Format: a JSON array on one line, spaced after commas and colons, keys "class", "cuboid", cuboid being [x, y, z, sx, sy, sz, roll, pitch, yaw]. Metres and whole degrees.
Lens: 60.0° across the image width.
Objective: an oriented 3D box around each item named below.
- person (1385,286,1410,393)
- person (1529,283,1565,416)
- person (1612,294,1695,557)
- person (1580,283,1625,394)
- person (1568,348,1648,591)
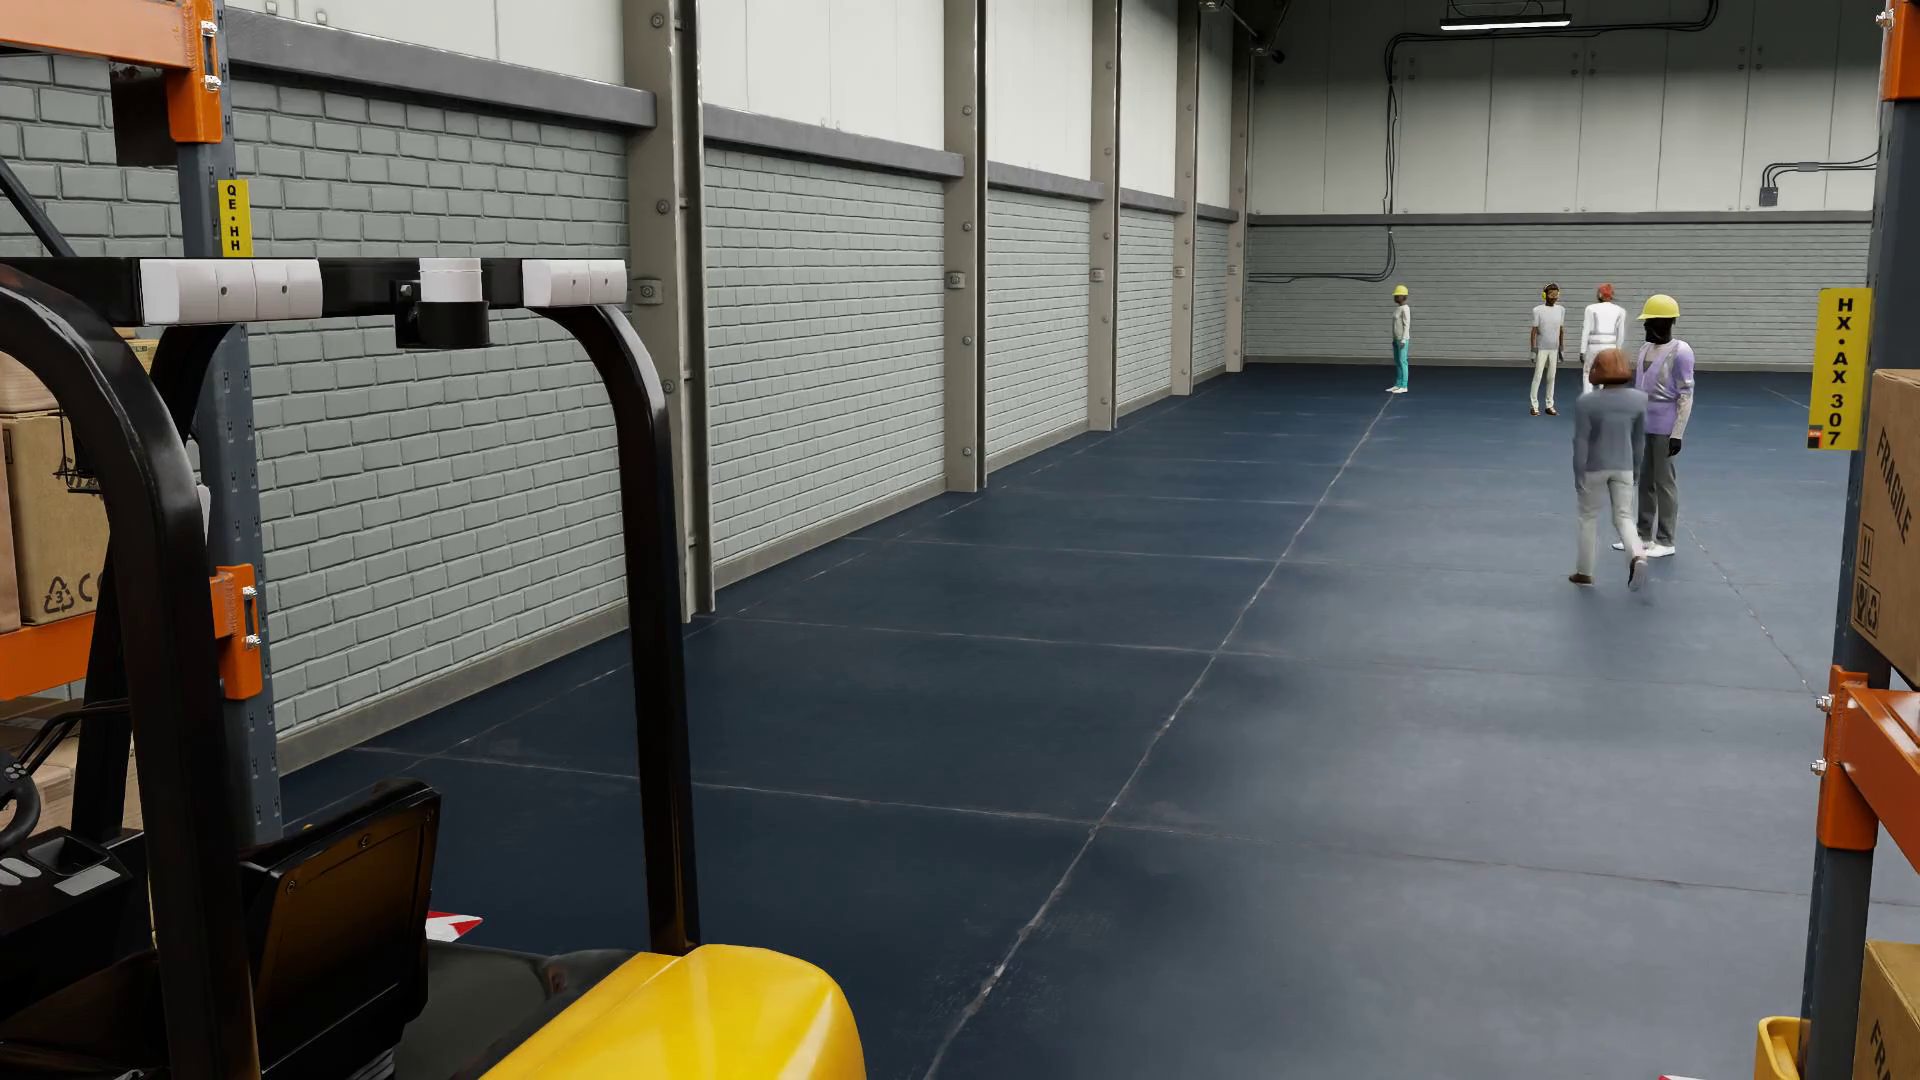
[{"class": "person", "cuboid": [7.245, -3.306, 27.450, 0.315, 1.767, 0.533, -1, 10, -3]}, {"class": "person", "cuboid": [8.263, -2.671, 23.397, 0.505, 1.860, 0.312, -2, 10, -13]}, {"class": "person", "cuboid": [5.126, -0.837, 12.261, 0.369, 1.925, 0.594, -2, 10, -11]}, {"class": "person", "cuboid": [8.890, -2.632, 23.134, 0.619, 1.859, 0.690, 0, 10, 1]}, {"class": "person", "cuboid": [4.275, -0.453, 10.916, 0.500, 1.612, 0.660, 0, 10, -1]}]
